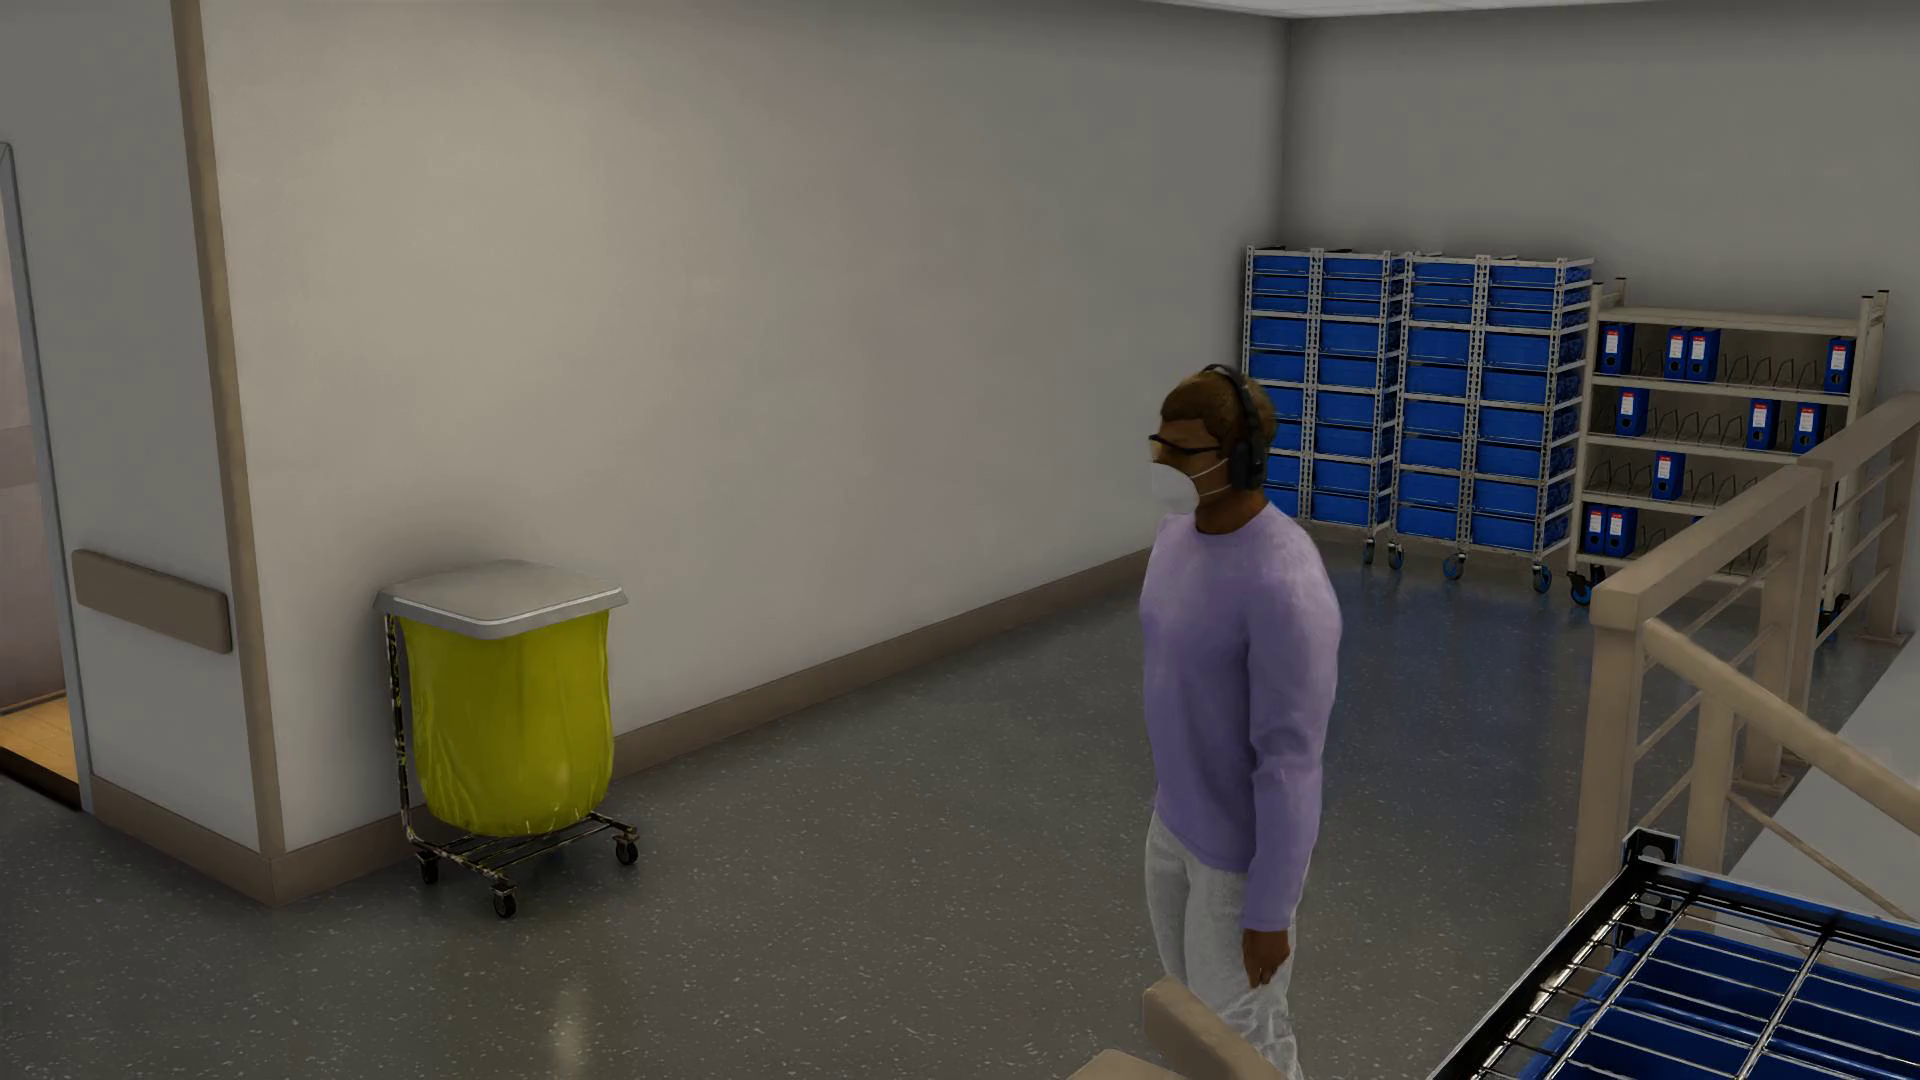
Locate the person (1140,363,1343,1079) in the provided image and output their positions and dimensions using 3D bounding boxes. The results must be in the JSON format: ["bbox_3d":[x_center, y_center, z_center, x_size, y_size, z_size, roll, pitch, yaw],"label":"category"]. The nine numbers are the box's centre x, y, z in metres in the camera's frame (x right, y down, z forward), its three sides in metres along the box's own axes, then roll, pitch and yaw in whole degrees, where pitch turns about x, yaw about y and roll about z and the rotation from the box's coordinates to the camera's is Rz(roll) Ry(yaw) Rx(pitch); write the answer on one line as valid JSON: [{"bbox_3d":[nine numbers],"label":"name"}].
[{"bbox_3d":[0.529,0.608,3.335,0.360,1.932,0.639,-3,14,-13],"label":"person"}]
